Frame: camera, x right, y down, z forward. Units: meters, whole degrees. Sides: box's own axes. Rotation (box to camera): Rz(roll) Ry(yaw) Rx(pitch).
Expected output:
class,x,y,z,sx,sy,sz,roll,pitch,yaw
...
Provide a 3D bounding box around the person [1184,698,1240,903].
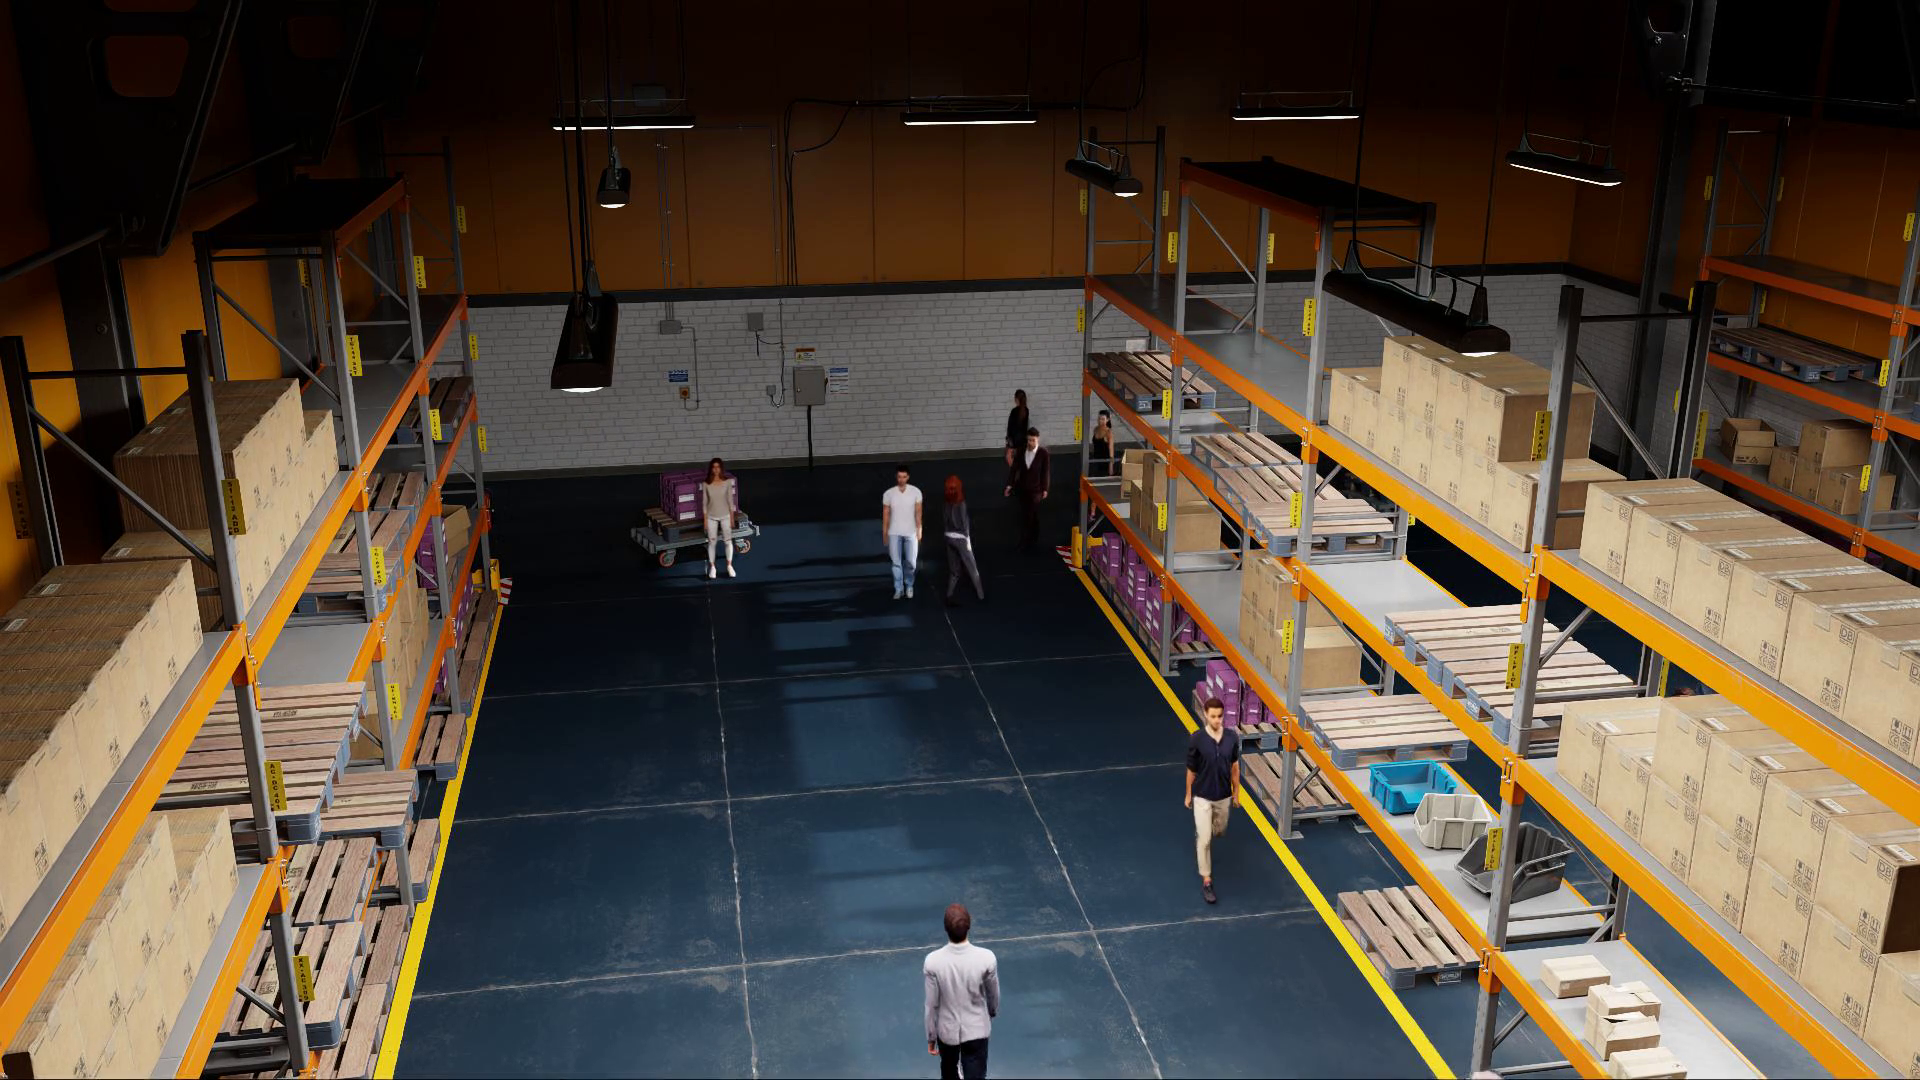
class,x,y,z,sx,sy,sz,roll,pitch,yaw
person,2.230,2.249,14.885,0.653,1.833,1.067,-3,19,-8

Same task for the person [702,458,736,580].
class,x,y,z,sx,sy,sz,roll,pitch,yaw
person,-3.298,-0.316,22.700,0.569,1.706,0.530,-3,19,-10

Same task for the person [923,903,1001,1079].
class,x,y,z,sx,sy,sz,roll,pitch,yaw
person,0.019,3.437,11.420,0.896,1.793,1.309,1,19,4

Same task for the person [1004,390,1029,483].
class,x,y,z,sx,sy,sz,roll,pitch,yaw
person,0.986,-1.660,26.944,0.680,1.544,0.730,-12,22,-31

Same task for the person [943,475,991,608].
class,x,y,z,sx,sy,sz,roll,pitch,yaw
person,-0.102,0.055,21.562,0.928,1.729,0.922,-10,21,-26

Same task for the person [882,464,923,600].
class,x,y,z,sx,sy,sz,roll,pitch,yaw
person,-0.742,-0.122,21.915,0.759,1.841,0.740,3,19,7

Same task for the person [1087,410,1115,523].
class,x,y,z,sx,sy,sz,roll,pitch,yaw
person,2.229,-1.133,25.158,1.132,1.686,1.076,18,25,42

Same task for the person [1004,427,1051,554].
class,x,y,z,sx,sy,sz,roll,pitch,yaw
person,1.051,-0.748,23.809,1.137,1.817,1.217,13,22,33

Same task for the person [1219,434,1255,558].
class,x,y,z,sx,sy,sz,roll,pitch,yaw
person,3.975,-0.584,23.335,1.224,1.809,1.126,16,24,39
